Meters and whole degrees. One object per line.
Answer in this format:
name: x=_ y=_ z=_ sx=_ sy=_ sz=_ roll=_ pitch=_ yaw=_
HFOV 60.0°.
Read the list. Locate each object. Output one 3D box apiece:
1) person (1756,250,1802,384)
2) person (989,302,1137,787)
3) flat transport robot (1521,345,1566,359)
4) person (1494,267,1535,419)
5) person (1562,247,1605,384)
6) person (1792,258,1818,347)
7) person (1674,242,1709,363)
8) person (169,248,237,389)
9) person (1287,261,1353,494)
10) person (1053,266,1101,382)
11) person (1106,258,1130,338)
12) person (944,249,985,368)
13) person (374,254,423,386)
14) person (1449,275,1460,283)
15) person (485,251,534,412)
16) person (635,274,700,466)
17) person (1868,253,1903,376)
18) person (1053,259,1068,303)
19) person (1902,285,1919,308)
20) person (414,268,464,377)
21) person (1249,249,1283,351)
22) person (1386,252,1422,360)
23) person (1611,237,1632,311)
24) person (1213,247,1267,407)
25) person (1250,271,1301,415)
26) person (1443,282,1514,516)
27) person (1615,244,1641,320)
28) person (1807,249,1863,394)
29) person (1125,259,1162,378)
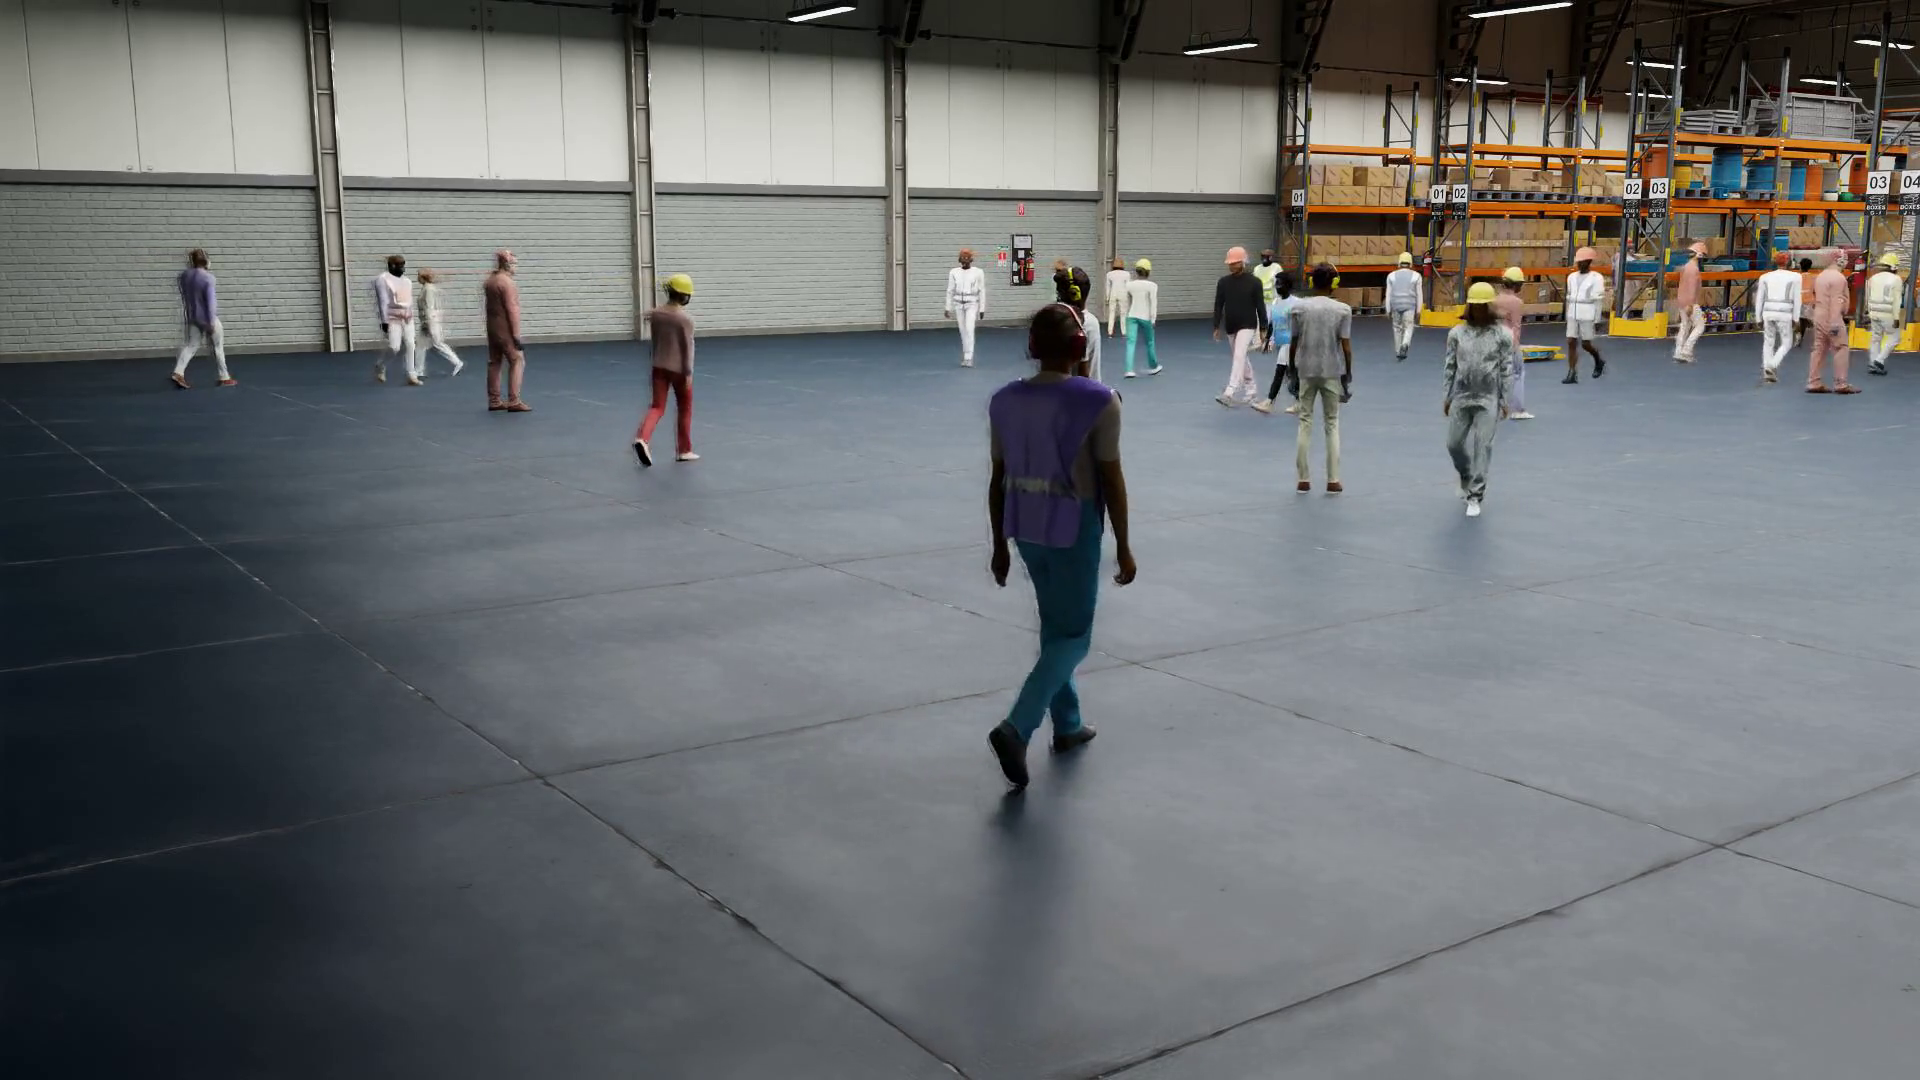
person: x=11.372 y=-3.087 z=23.140 sx=0.447 sy=1.871 sz=0.616 roll=-10 pitch=14 yaw=-42
person: x=0.342 y=0.002 z=6.374 sx=0.573 sy=1.817 sz=0.831 roll=8 pitch=13 yaw=38
flat transport robot: x=9.393 y=-3.127 z=27.754 sx=1.431 sy=0.197 sz=0.652 roll=-7 pitch=13 yaw=-34
person: x=6.074 y=-2.198 z=18.680 sx=0.881 sy=1.728 sz=0.529 roll=-4 pitch=11 yaw=-19
person: x=8.806 y=-3.159 z=23.423 sx=0.717 sy=1.919 sz=0.549 roll=-8 pitch=13 yaw=-36
person: x=15.709 y=-4.419 z=30.997 sx=0.538 sy=1.674 sz=0.727 roll=2 pitch=11 yaw=13
person: x=11.909 y=-3.838 z=27.023 sx=0.495 sy=1.962 sz=0.611 roll=1 pitch=10 yaw=8
person: x=-10.355 y=-3.010 z=22.630 sx=0.628 sy=1.911 sz=0.952 roll=4 pitch=11 yaw=20
person: x=2.893 y=-1.292 z=13.355 sx=0.536 sy=1.861 sz=0.359 roll=4 pitch=11 yaw=20
person: x=0.762 y=-0.850 z=10.907 sx=0.336 sy=1.865 sz=0.521 roll=2 pitch=11 yaw=10
person: x=3.229 y=-4.944 z=34.027 sx=0.498 sy=1.626 sz=0.305 roll=3 pitch=11 yaw=14
person: x=0.046 y=-3.653 z=26.262 sx=0.600 sy=1.855 sz=0.776 roll=4 pitch=11 yaw=22
person: x=-7.798 y=-3.033 z=22.985 sx=0.655 sy=1.822 sz=0.642 roll=6 pitch=12 yaw=30
person: x=12.921 y=-6.772 z=43.262 sx=1.024 sy=1.916 sz=0.609 roll=-6 pitch=12 yaw=-28
person: x=-5.347 y=-2.449 z=19.628 sx=0.507 sy=1.885 sz=0.640 roll=-8 pitch=13 yaw=-37
person: x=-2.637 y=-1.533 z=15.002 sx=0.529 sy=1.728 sz=0.791 roll=5 pitch=12 yaw=26
person: x=13.623 y=-3.308 z=24.494 sx=0.428 sy=1.818 sz=0.621 roll=-3 pitch=11 yaw=-15
person: x=1.968 y=-4.577 z=31.982 sx=0.345 sy=1.618 sz=0.533 roll=-4 pitch=11 yaw=-22
person: x=19.224 y=-4.986 z=33.405 sx=0.625 sy=1.934 sz=0.364 roll=5 pitch=12 yaw=26
person: x=-7.739 y=-3.196 z=24.449 sx=0.774 sy=1.614 sz=0.513 roll=-6 pitch=12 yaw=-29
person: x=5.510 y=-4.325 z=30.058 sx=0.630 sy=1.820 sz=0.636 roll=8 pitch=13 yaw=39
person: x=7.378 y=-3.882 z=27.676 sx=0.594 sy=1.815 sz=0.600 roll=4 pitch=11 yaw=23
person: x=15.487 y=-6.036 z=38.839 sx=0.378 sy=2.045 sz=0.605 roll=-5 pitch=11 yaw=-24
person: x=3.400 y=-2.597 z=20.309 sx=0.612 sy=1.925 sz=1.044 roll=9 pitch=14 yaw=42
person: x=3.705 y=-2.266 z=19.246 sx=0.871 sy=1.648 sz=0.544 roll=-4 pitch=11 yaw=-21
person: x=3.872 y=-1.063 z=12.442 sx=0.503 sy=1.729 sz=0.601 roll=6 pitch=12 yaw=28
person: x=14.761 y=-5.595 z=36.805 sx=0.403 sy=1.908 sz=0.670 roll=-1 pitch=10 yaw=-8
person: x=11.537 y=-2.853 z=21.797 sx=0.704 sy=1.887 sz=0.679 roll=1 pitch=10 yaw=5
person: x=2.686 y=-3.257 z=24.471 sx=0.547 sy=1.712 sz=0.895 roll=6 pitch=12 yaw=31
